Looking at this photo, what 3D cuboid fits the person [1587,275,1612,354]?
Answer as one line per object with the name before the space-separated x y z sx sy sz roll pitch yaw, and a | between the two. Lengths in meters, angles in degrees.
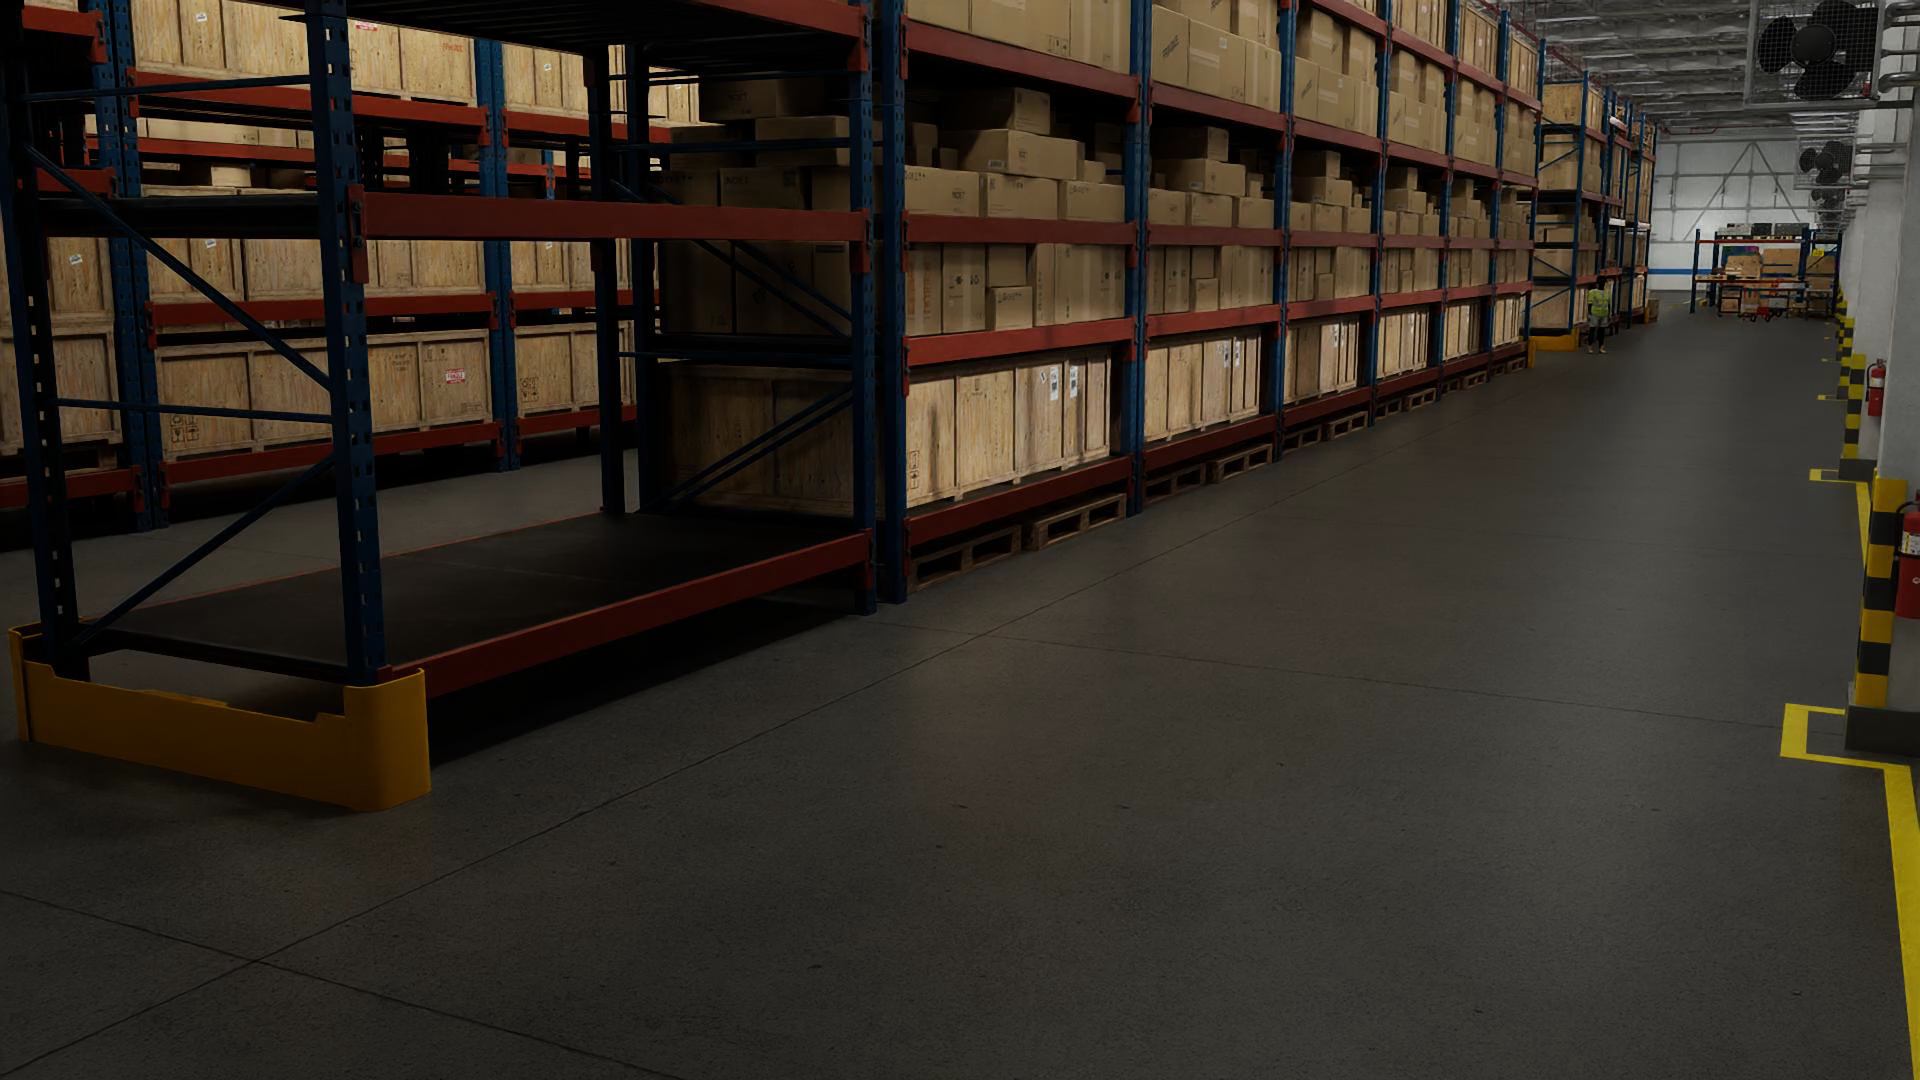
person | 13.781 -4.851 35.854 0.540 1.696 0.315 -1 10 -4
